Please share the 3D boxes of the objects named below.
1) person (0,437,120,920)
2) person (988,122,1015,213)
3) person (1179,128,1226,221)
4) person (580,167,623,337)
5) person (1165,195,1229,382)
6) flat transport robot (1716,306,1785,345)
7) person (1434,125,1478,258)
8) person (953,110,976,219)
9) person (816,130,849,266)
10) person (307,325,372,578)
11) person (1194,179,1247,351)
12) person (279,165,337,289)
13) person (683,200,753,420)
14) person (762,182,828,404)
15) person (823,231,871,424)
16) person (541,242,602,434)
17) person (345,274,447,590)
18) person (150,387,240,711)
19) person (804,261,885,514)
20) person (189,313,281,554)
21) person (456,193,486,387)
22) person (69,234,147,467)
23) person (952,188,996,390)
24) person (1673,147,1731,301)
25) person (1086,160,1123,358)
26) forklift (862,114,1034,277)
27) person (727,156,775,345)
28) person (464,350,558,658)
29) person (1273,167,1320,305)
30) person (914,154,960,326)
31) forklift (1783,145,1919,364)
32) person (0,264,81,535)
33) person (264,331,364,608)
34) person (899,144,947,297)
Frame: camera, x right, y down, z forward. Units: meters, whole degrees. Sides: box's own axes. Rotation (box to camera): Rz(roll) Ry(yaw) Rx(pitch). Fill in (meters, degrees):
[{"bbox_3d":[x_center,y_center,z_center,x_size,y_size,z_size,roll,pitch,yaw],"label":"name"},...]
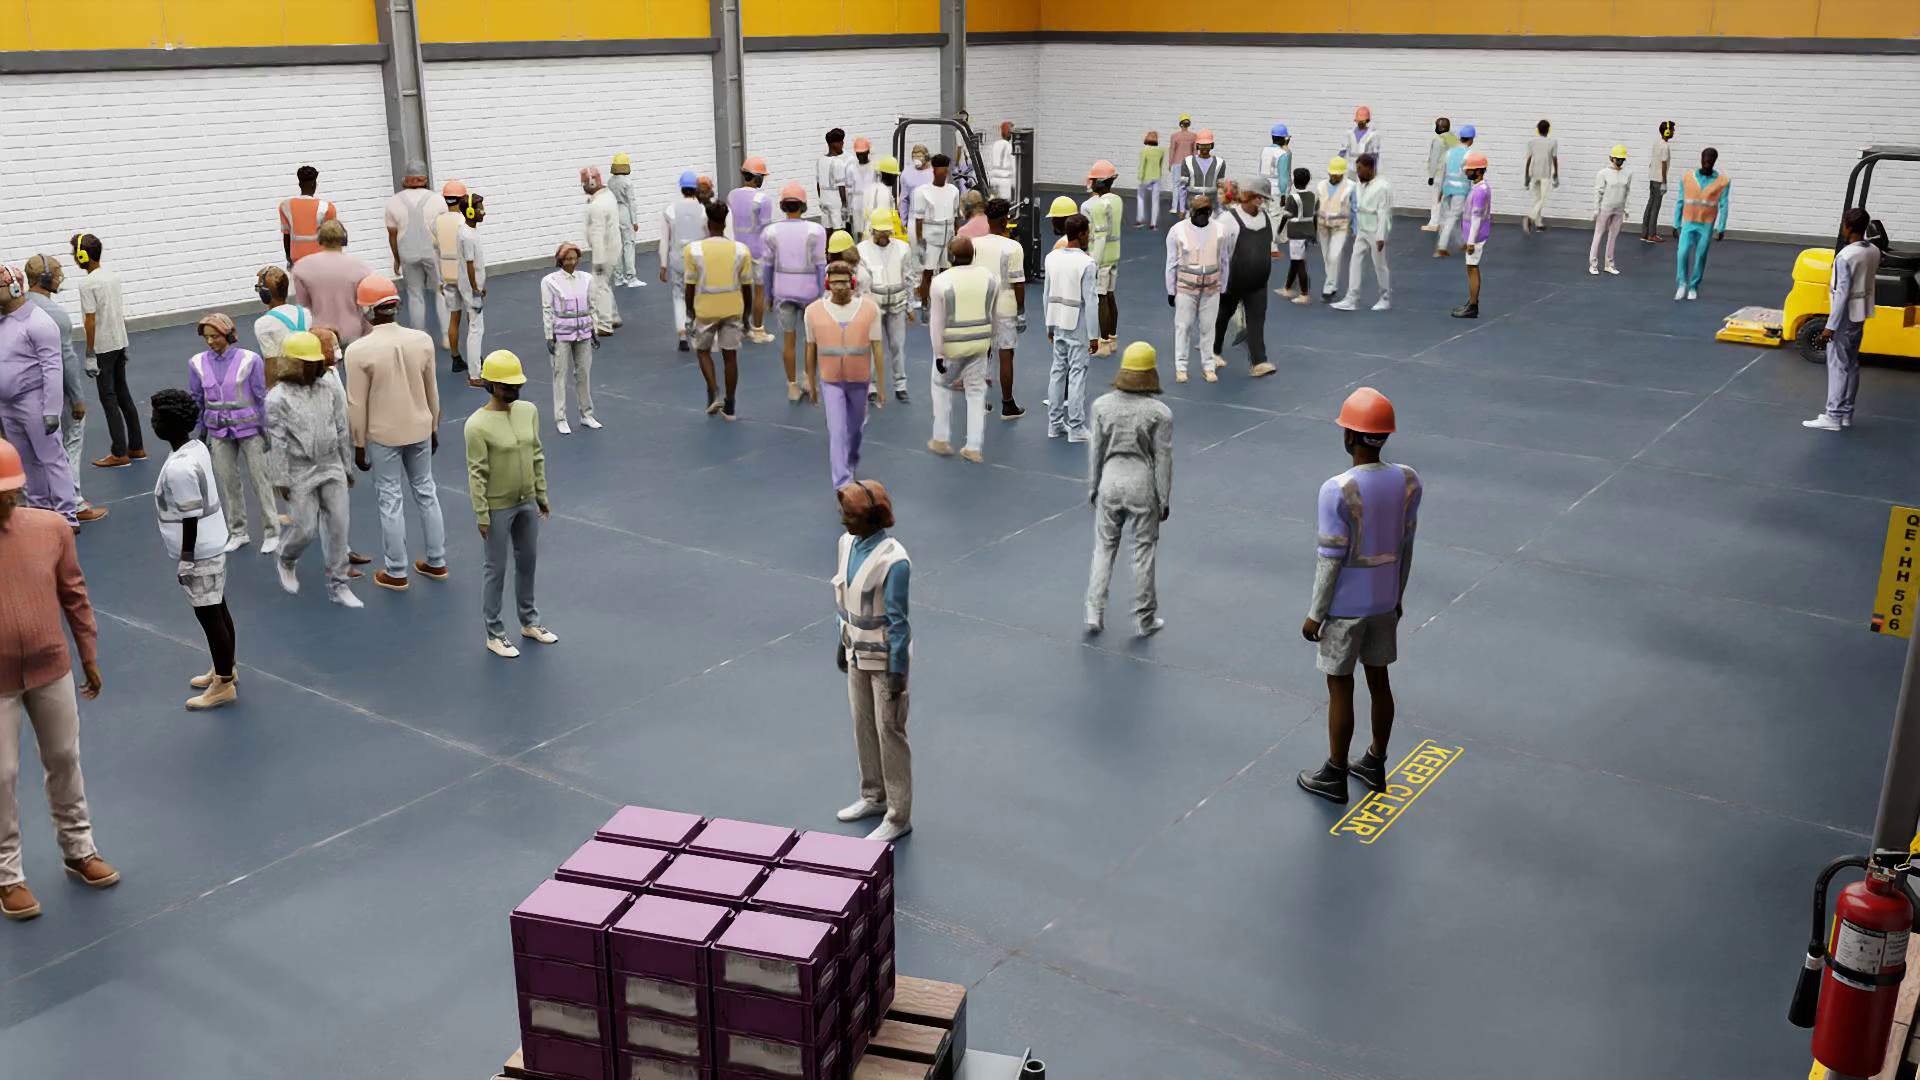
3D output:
[{"bbox_3d":[-3.765,0.536,6.682,0.435,1.981,0.634,15,23,39],"label":"person"},{"bbox_3d":[0.701,-5.559,25.928,0.451,1.863,0.596,-9,20,-26],"label":"person"},{"bbox_3d":[3.204,-4.406,22.032,0.605,2.045,0.377,0,18,-1],"label":"person"},{"bbox_3d":[-4.002,-3.202,18.532,0.468,1.885,0.707,-1,18,-2],"label":"person"},{"bbox_3d":[2.316,-2.451,16.272,0.632,1.831,0.429,-2,18,-8],"label":"person"},{"bbox_3d":[9.032,-2.423,18.697,0.652,0.197,1.431,13,22,35],"label":"flat transport robot"},{"bbox_3d":[7.386,-5.124,24.494,0.974,1.901,0.646,-10,20,-28],"label":"person"},{"bbox_3d":[0.067,-6.528,28.965,0.330,1.865,0.518,14,22,36],"label":"person"},{"bbox_3d":[-1.728,-4.616,22.815,0.361,1.964,0.616,-13,22,-36],"label":"person"},{"bbox_3d":[-4.032,-0.572,10.704,0.276,1.633,0.507,-3,18,-8],"label":"person"},{"bbox_3d":[2.826,-2.906,17.680,0.548,1.828,0.611,7,19,20],"label":"person"},{"bbox_3d":[-6.950,-3.032,17.892,0.615,1.951,0.386,-1,18,-4],"label":"person"},{"bbox_3d":[-2.142,-2.032,14.759,0.629,1.945,0.428,-6,19,-17],"label":"person"},{"bbox_3d":[-1.509,-2.303,15.480,0.629,2.020,0.683,2,18,6],"label":"person"},{"bbox_3d":[-0.979,-1.842,14.532,0.513,1.721,0.413,12,21,33],"label":"person"},{"bbox_3d":[-3.356,-1.748,14.377,0.511,1.638,0.308,-15,23,-39],"label":"person"},{"bbox_3d":[-3.544,-0.670,10.447,0.402,1.987,0.604,15,23,39],"label":"person"},{"bbox_3d":[-3.989,0.043,8.677,0.318,1.697,0.535,-6,19,-17],"label":"person"},{"bbox_3d":[-0.857,-1.187,12.369,0.576,1.805,0.967,-2,18,-7],"label":"person"},{"bbox_3d":[-4.861,-0.713,11.150,0.527,1.631,0.321,0,18,1],"label":"person"},{"bbox_3d":[-4.683,-2.406,16.087,0.325,1.858,0.511,-5,19,-17],"label":"person"},{"bbox_3d":[-6.827,-1.509,13.282,0.336,1.857,0.523,1,18,3],"label":"person"},{"bbox_3d":[0.163,-2.383,15.909,0.415,1.927,0.642,13,22,35],"label":"person"},{"bbox_3d":[9.238,-3.932,20.779,0.618,1.893,0.677,9,20,27],"label":"person"},{"bbox_3d":[1.478,-2.943,17.459,0.384,2.041,0.615,8,19,23],"label":"person"},{"bbox_3d":[-0.171,-4.594,22.377,2.313,2.155,1.214,1,18,3],"label":"forklift"},{"bbox_3d":[-2.239,-3.149,18.136,0.613,2.028,0.409,12,22,34],"label":"person"},{"bbox_3d":[-2.526,-0.206,9.361,0.340,1.756,0.520,10,20,29],"label":"person"},{"bbox_3d":[4.126,-3.779,20.664,0.540,1.670,0.725,-16,23,-40],"label":"person"},{"bbox_3d":[-0.249,-3.469,19.253,0.677,1.961,0.361,-11,21,-32],"label":"person"},{"bbox_3d":[9.803,-2.879,17.013,2.313,2.155,1.214,12,21,33],"label":"forklift"},{"bbox_3d":[-6.390,-0.926,11.371,0.640,1.909,0.409,9,20,26],"label":"person"},{"bbox_3d":[-3.960,-0.427,10.129,0.537,1.724,0.487,14,23,38],"label":"person"},{"bbox_3d":[-0.467,-4.046,21.103,0.637,1.926,0.367,6,19,19],"label":"person"}]
